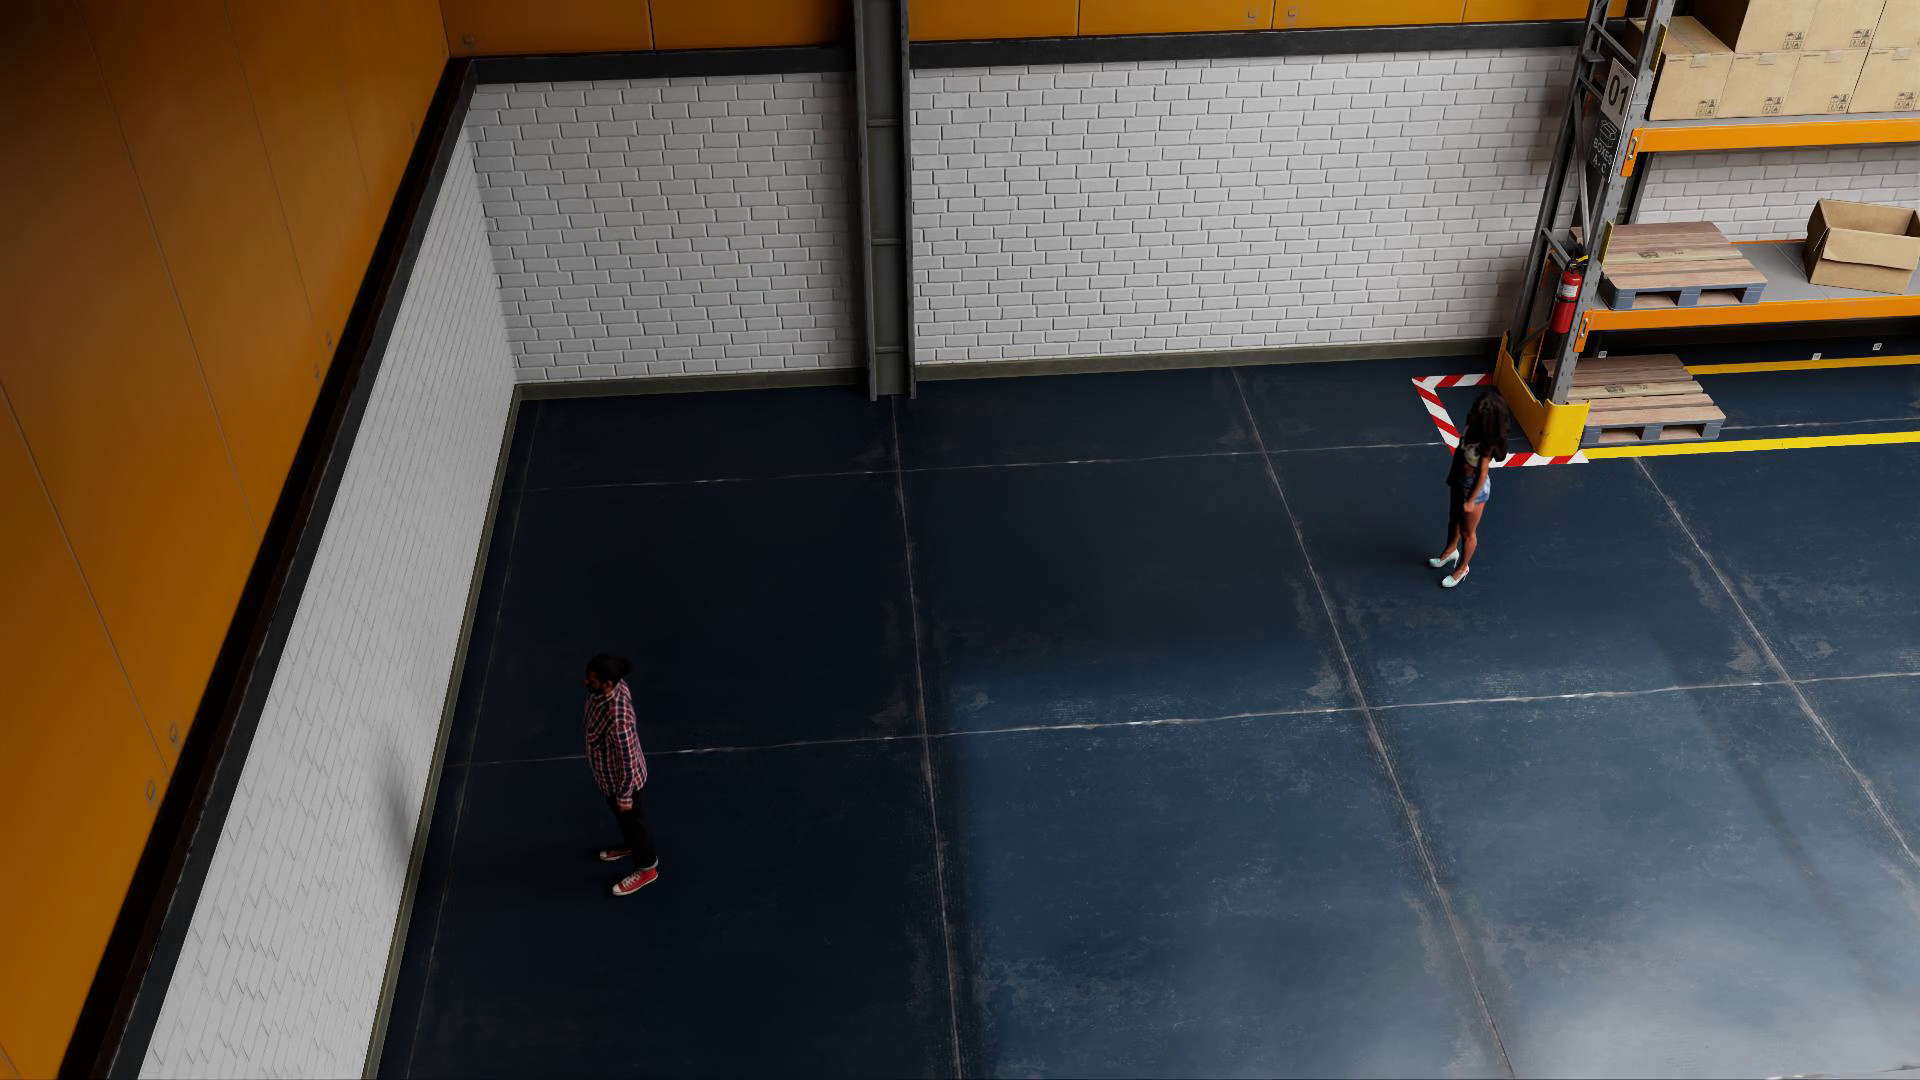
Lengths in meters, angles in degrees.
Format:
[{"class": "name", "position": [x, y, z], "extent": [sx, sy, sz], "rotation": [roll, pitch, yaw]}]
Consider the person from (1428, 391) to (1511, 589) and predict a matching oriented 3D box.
[{"class": "person", "position": [3.639, -0.370, 11.881], "extent": [0.553, 1.626, 0.561], "rotation": [-5, 39, -6]}]

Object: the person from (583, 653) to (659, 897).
[{"class": "person", "position": [-1.986, 1.324, 9.653], "extent": [0.739, 1.761, 0.770], "rotation": [-16, 41, -19]}]
